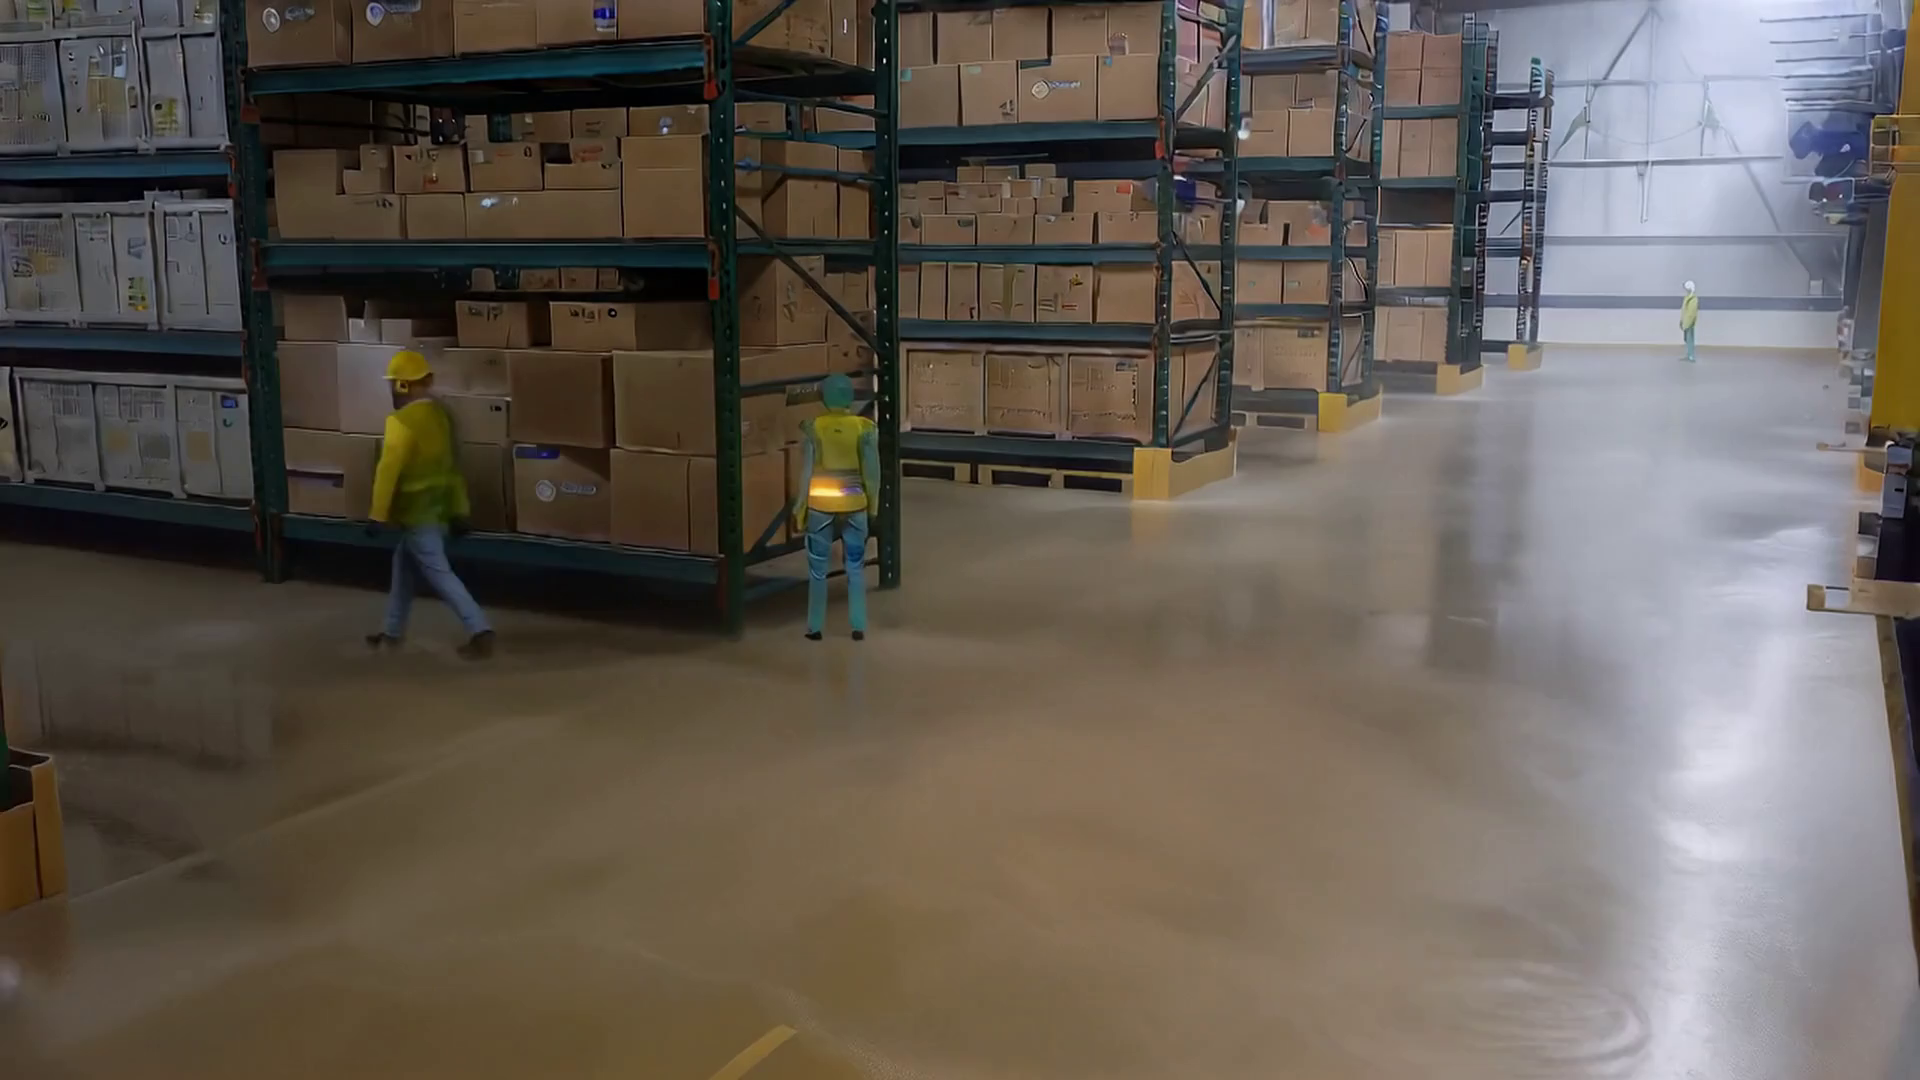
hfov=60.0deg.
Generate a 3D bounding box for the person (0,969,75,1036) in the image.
[{"bbox_3d":[-2.980,0.612,4.537,0.635,1.910,0.992,5,11,27],"label":"person"}]

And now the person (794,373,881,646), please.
[{"bbox_3d":[-0.723,-0.176,9.897,0.526,1.634,0.312,-2,10,-13],"label":"person"}]

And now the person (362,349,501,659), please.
[{"bbox_3d":[-3.072,-0.201,9.582,0.924,1.792,0.593,2,10,10],"label":"person"}]

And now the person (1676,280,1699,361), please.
[{"bbox_3d":[15.705,-4.732,35.930,0.355,1.744,0.565,0,10,-3],"label":"person"}]
